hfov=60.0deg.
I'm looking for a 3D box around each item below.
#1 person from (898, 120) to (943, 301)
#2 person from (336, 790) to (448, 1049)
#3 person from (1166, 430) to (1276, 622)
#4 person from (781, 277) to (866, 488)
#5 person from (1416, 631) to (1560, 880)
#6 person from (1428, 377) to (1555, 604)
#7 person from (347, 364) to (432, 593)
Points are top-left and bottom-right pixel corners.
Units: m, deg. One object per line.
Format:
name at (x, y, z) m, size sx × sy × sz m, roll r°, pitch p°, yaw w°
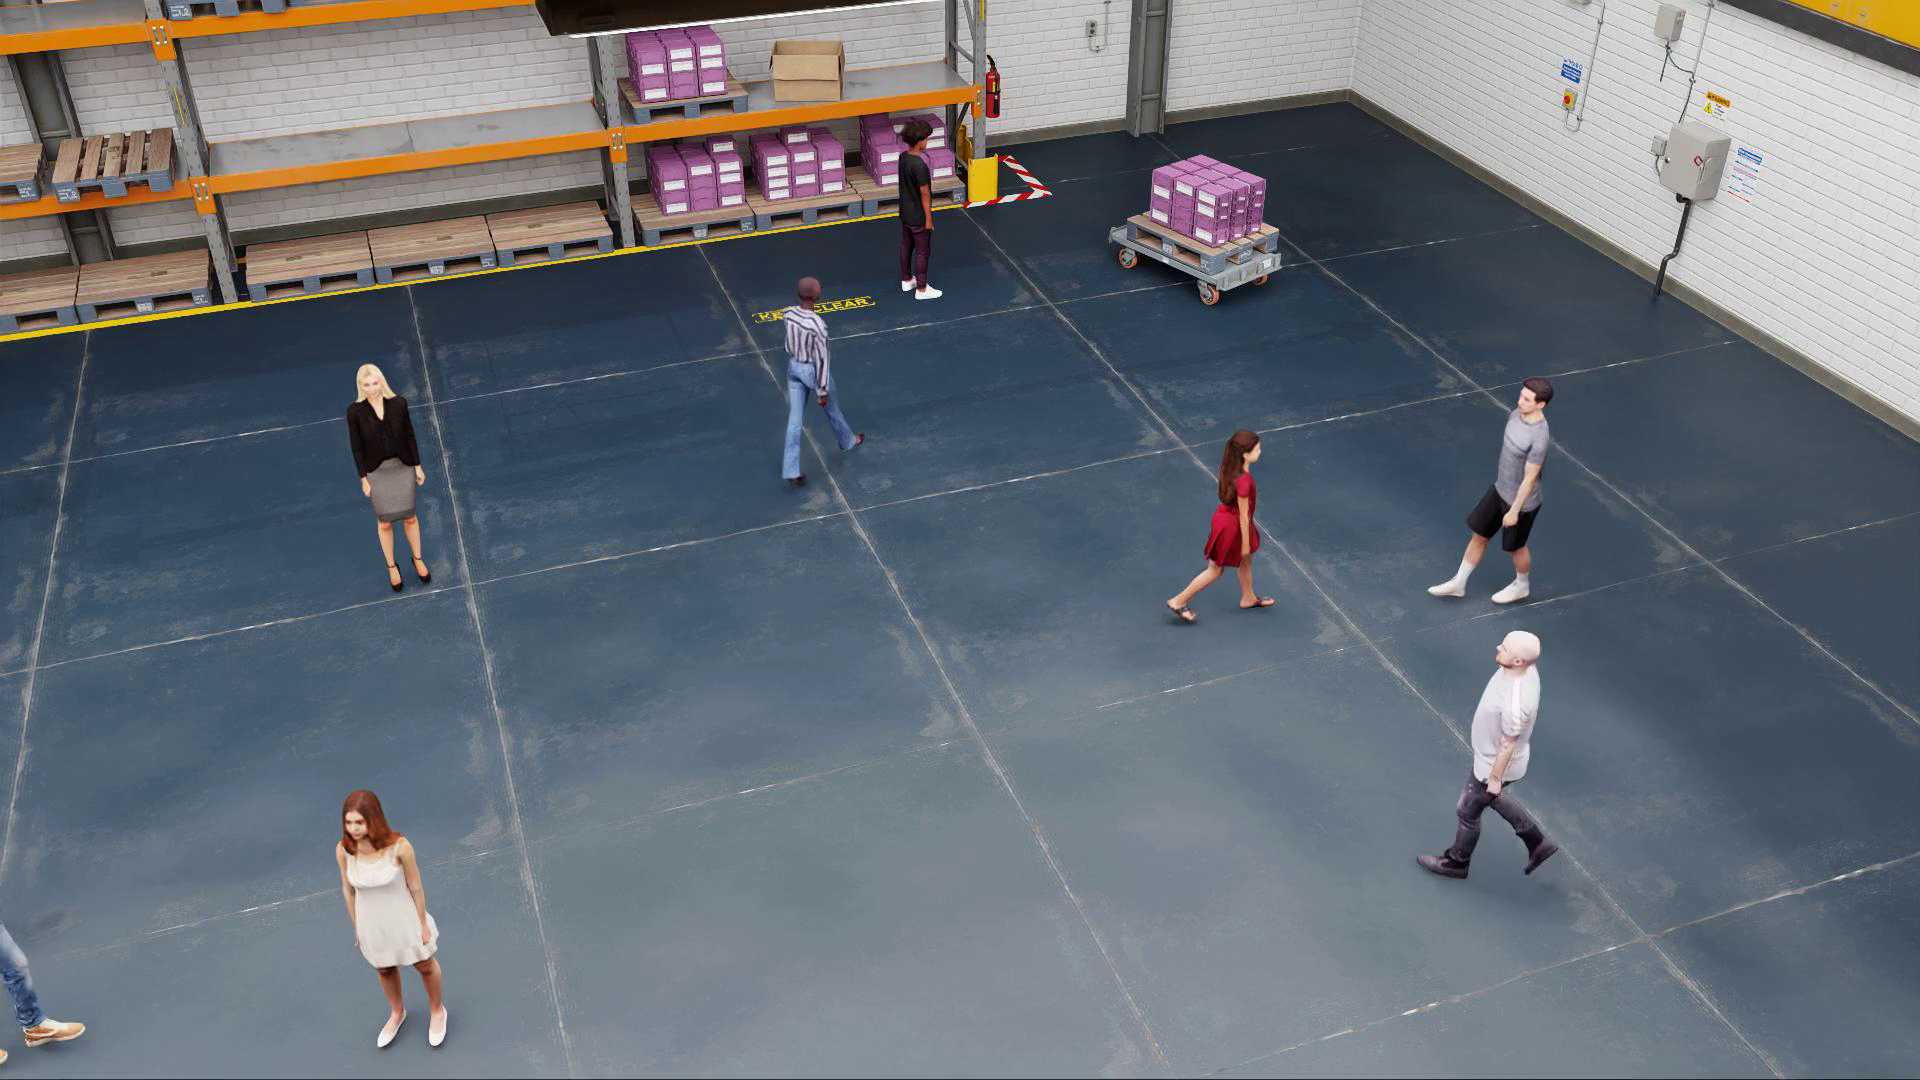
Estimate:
person at (-0.437, -3.256, 16.352) m, size 0.645 × 1.780 × 0.680 m, roll -20°, pitch 38°, yaw -27°
person at (-2.939, 1.945, 8.589) m, size 0.576 × 1.711 × 0.687 m, roll 0°, pitch 34°, yaw 1°
person at (1.857, -0.075, 11.796) m, size 1.104 × 1.526 × 0.704 m, roll -4°, pitch 34°, yaw -5°
person at (-1.272, -1.223, 13.320) m, size 1.067 × 1.750 × 1.257 m, roll 22°, pitch 40°, yaw 30°
person at (3.154, 1.268, 9.510) m, size 1.104 × 1.819 × 1.035 m, roll 13°, pitch 36°, yaw 19°
person at (4.038, -0.319, 11.871) m, size 1.046 × 1.849 × 0.782 m, roll -5°, pitch 34°, yaw -8°
person at (-4.137, -0.456, 12.083) m, size 0.531 × 1.843 × 0.694 m, roll -17°, pitch 37°, yaw -24°
